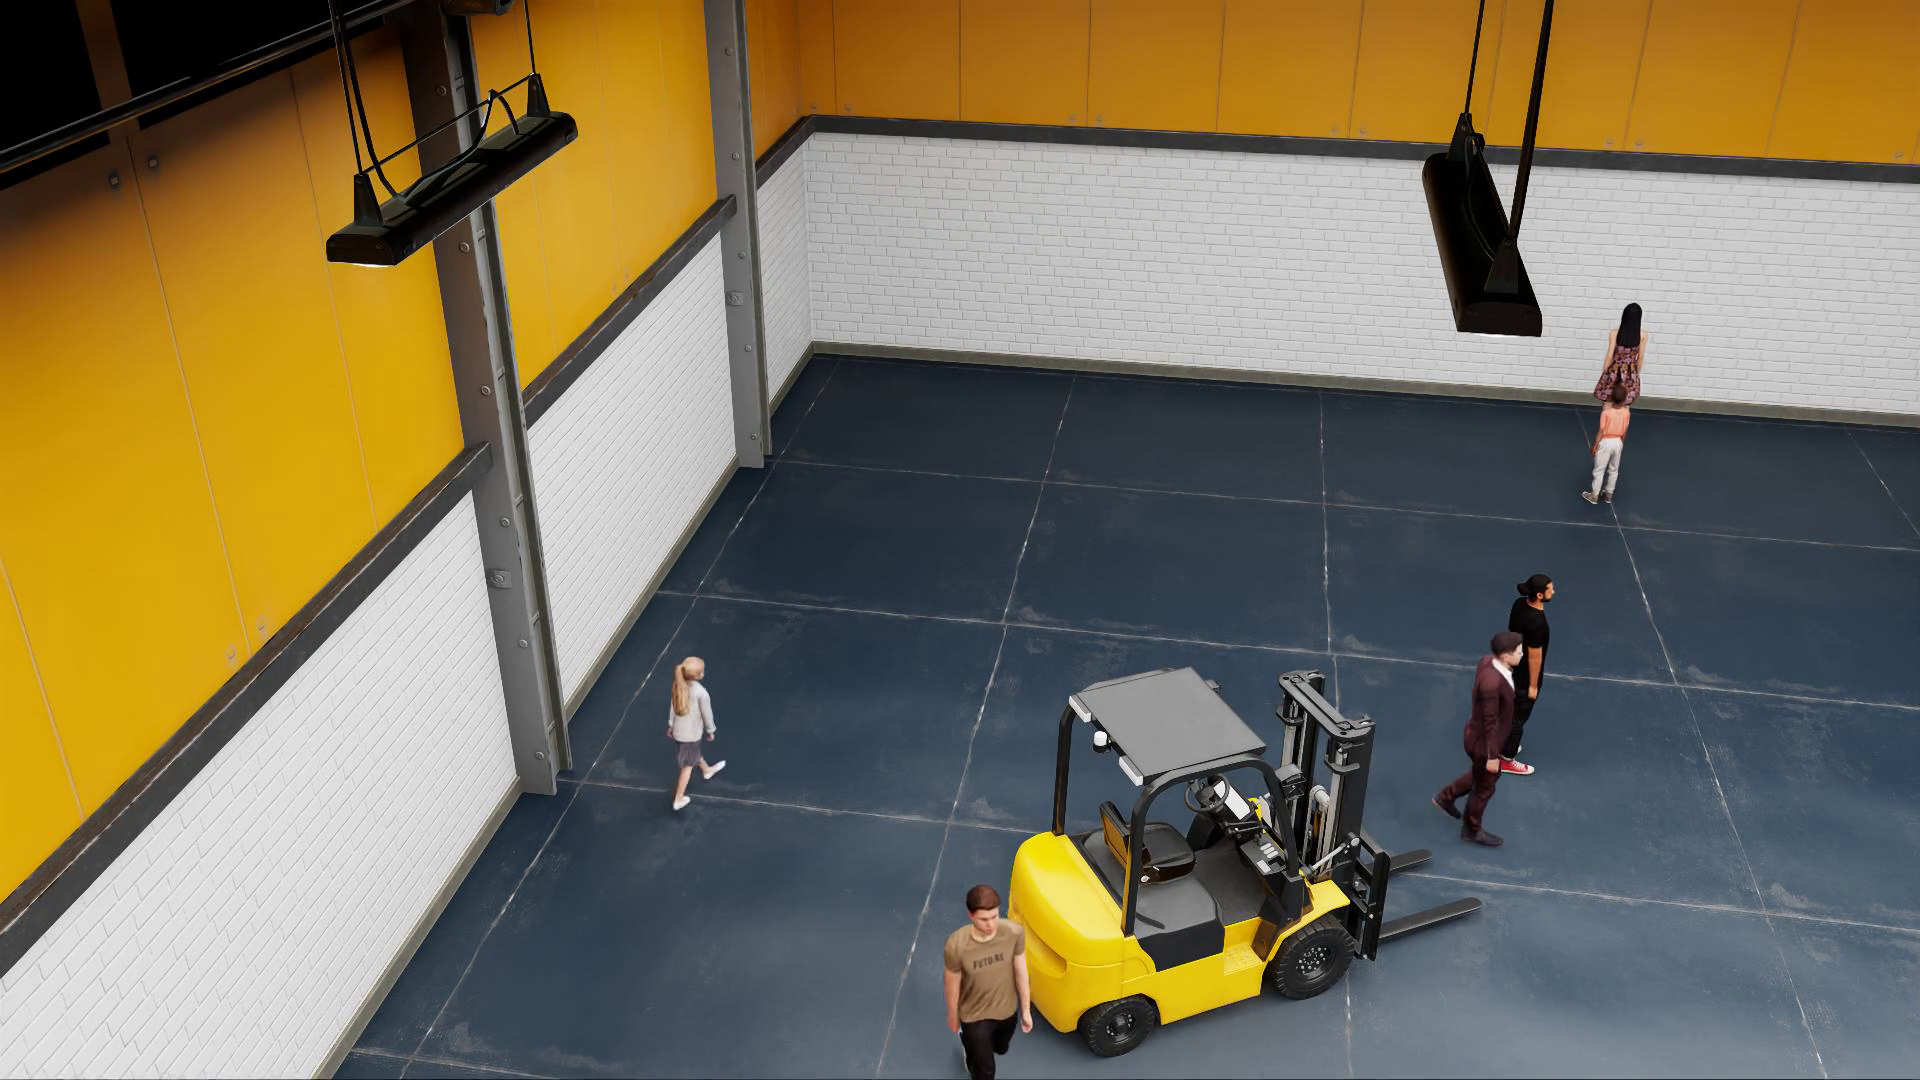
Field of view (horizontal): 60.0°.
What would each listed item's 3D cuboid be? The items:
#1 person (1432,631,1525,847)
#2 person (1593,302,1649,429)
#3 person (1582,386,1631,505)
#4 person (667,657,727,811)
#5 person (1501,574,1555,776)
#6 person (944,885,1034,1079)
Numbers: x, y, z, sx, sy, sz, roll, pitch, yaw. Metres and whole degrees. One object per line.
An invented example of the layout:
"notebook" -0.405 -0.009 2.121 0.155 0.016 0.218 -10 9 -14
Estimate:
"person" 3.833 1.461 12.341 0.804 1.854 0.772 8 30 14
"person" 7.280 -1.776 18.360 0.670 1.773 0.674 3 29 5
"person" 6.810 -0.999 17.419 0.540 1.310 0.544 -3 29 -5
"person" -2.144 1.507 12.890 0.759 1.247 0.937 17 33 28
"person" 4.467 1.040 13.213 0.742 1.758 0.583 -2 29 -3
"person" 0.147 2.763 9.983 1.082 1.827 1.278 -11 30 -19
